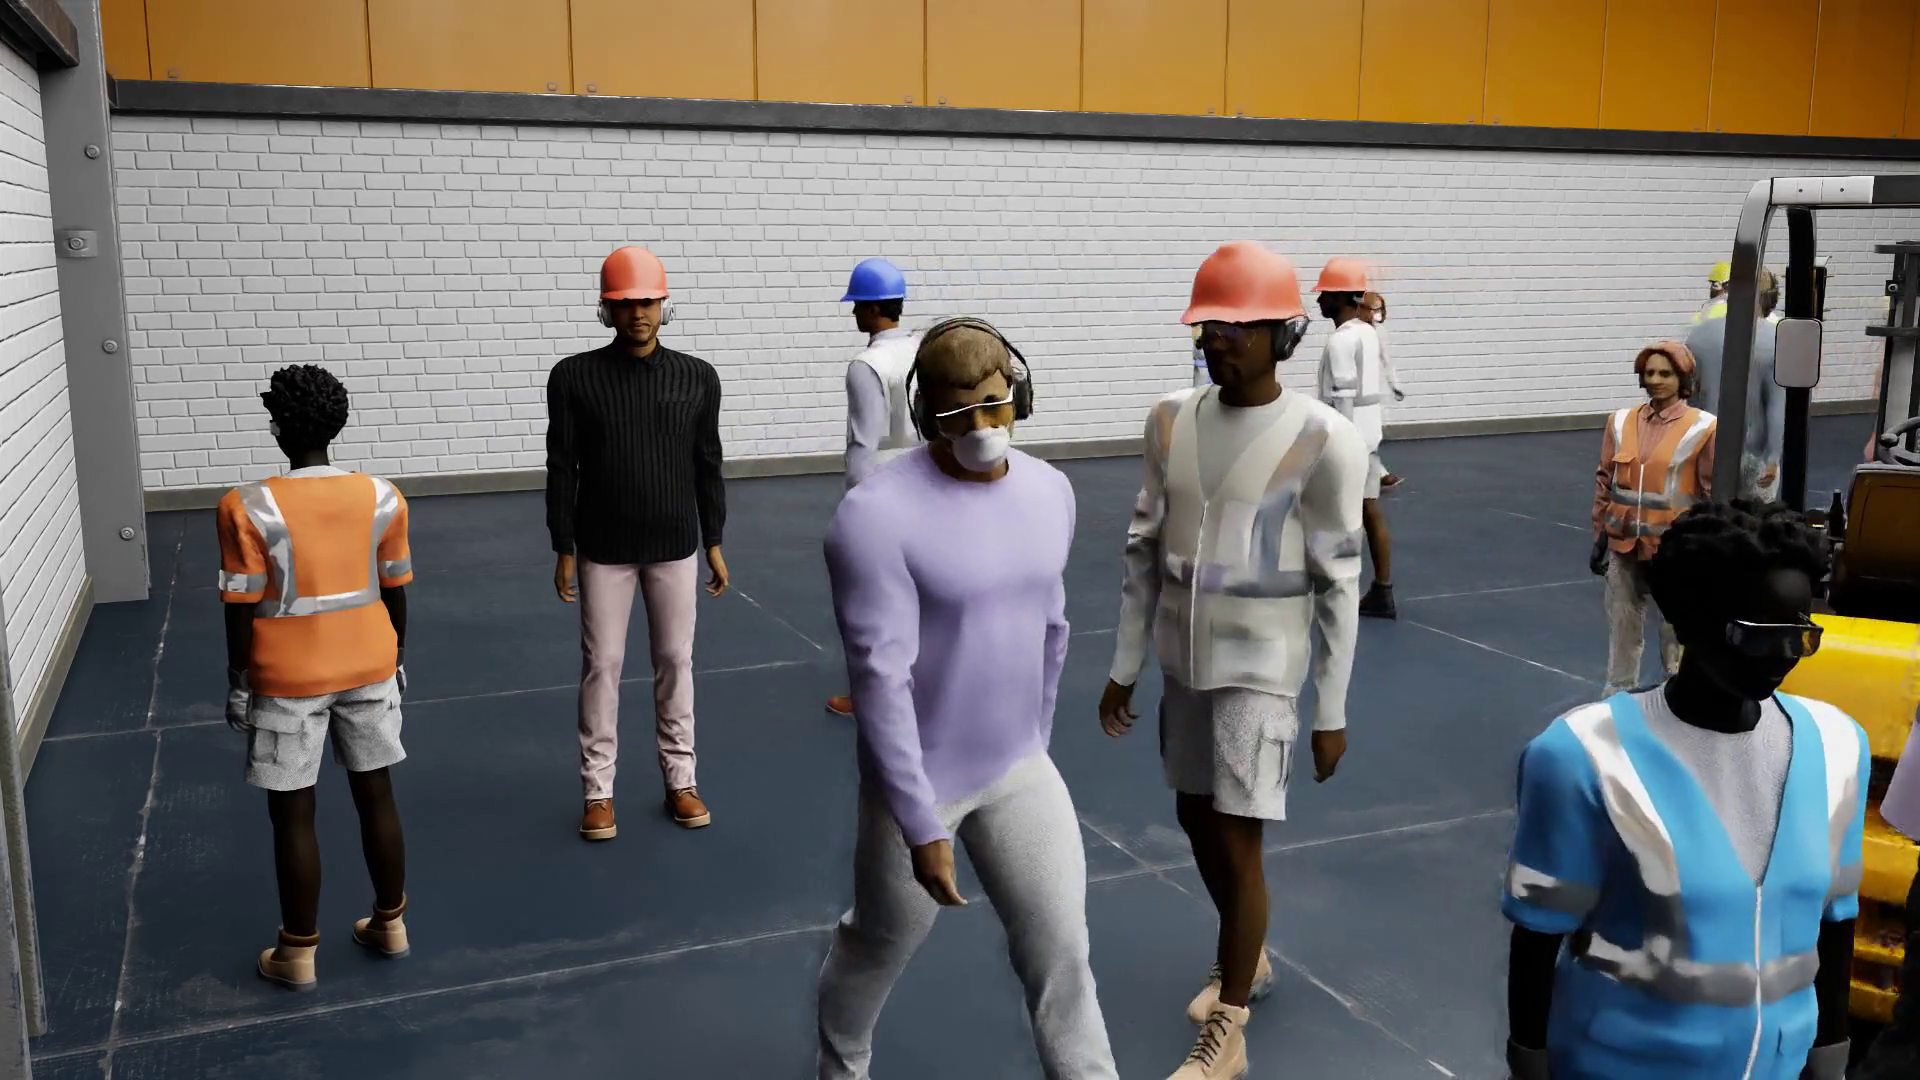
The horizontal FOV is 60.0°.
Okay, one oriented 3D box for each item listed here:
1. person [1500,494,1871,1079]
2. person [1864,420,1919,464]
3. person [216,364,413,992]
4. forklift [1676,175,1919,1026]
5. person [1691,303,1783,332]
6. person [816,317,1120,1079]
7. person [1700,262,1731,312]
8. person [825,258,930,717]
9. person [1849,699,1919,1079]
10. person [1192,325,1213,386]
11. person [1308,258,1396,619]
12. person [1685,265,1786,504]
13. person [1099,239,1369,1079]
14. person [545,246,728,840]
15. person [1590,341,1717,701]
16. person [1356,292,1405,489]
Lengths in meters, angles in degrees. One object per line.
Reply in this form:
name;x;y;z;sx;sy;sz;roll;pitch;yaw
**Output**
person;1.031;0.759;2.392;0.532;1.686;0.375;-2;11;-13
person;5.043;-0.425;8.860;0.920;1.704;0.544;3;11;18
person;-1.735;0.370;4.535;0.319;1.690;0.534;9;14;41
forklift;2.810;0.094;4.662;1.214;2.155;2.313;7;12;34
person;5.211;-0.894;11.096;0.524;1.831;0.662;-8;13;-37
person;0.021;0.494;3.362;0.628;1.873;1.023;-8;13;-38
person;6.933;-1.604;15.080;0.602;1.818;0.611;-5;11;-26
person;-0.313;-0.208;7.019;0.411;1.946;0.623;5;11;25
person;1.948;0.568;2.929;0.807;1.875;0.651;10;14;43
person;1.696;-0.852;10.591;0.547;1.934;0.376;-4;11;-21
person;1.979;-0.540;8.923;0.895;1.905;0.545;7;12;34
person;4.113;-0.506;8.845;1.011;1.894;0.639;-9;14;-40
person;0.660;0.299;4.029;0.614;2.043;0.611;-10;14;-43
person;-1.088;0.014;5.645;0.608;1.996;0.381;-4;11;-20
person;2.677;0.052;6.421;0.306;1.639;0.524;-8;13;-36
person;3.321;-1.204;13.486;0.506;1.584;0.855;-10;14;-43
